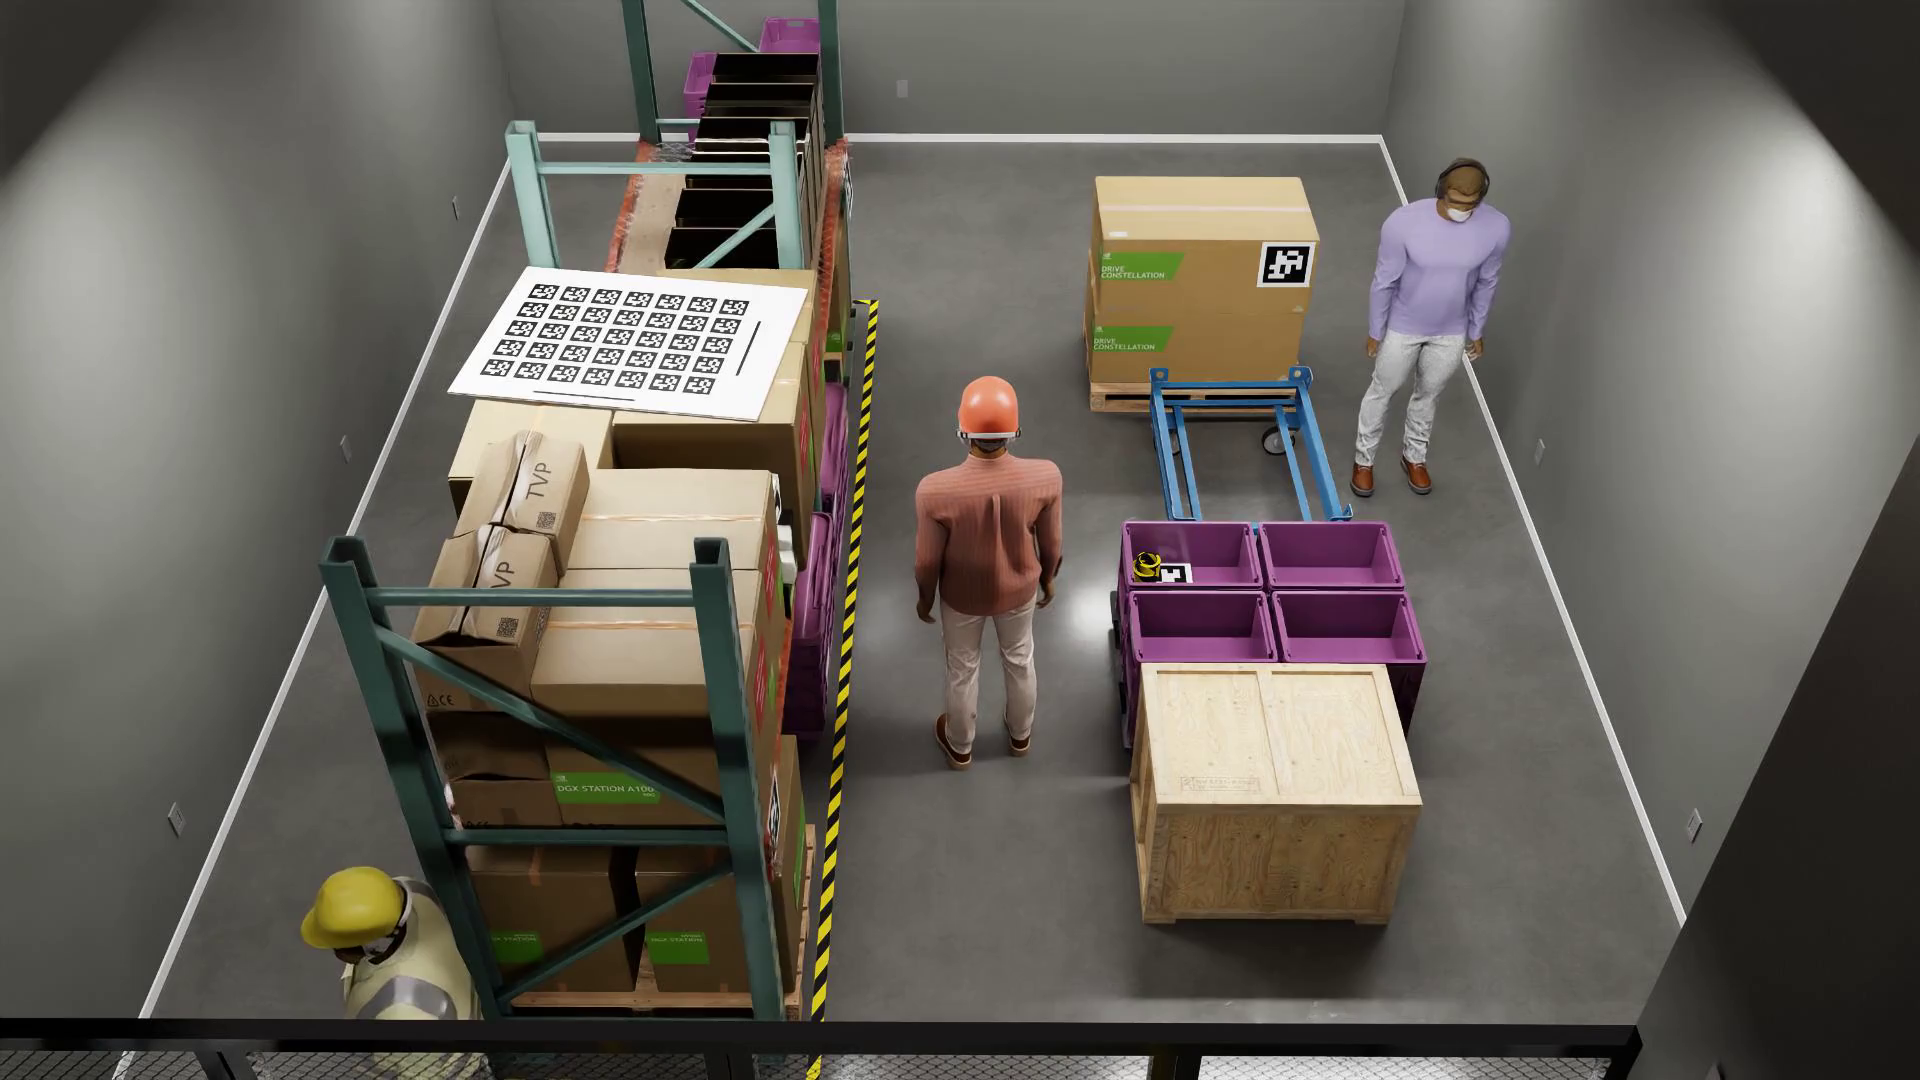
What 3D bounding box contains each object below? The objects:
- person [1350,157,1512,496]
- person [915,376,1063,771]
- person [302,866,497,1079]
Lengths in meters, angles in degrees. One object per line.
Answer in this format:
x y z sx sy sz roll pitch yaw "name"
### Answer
2.336 -1.058 8.325 0.629 1.933 0.379 0 41 0 "person"
0.113 0.170 6.877 0.620 1.994 0.381 -9 42 -11 "person"
-1.723 1.636 5.338 0.403 1.827 0.590 -8 42 -9 "person"
